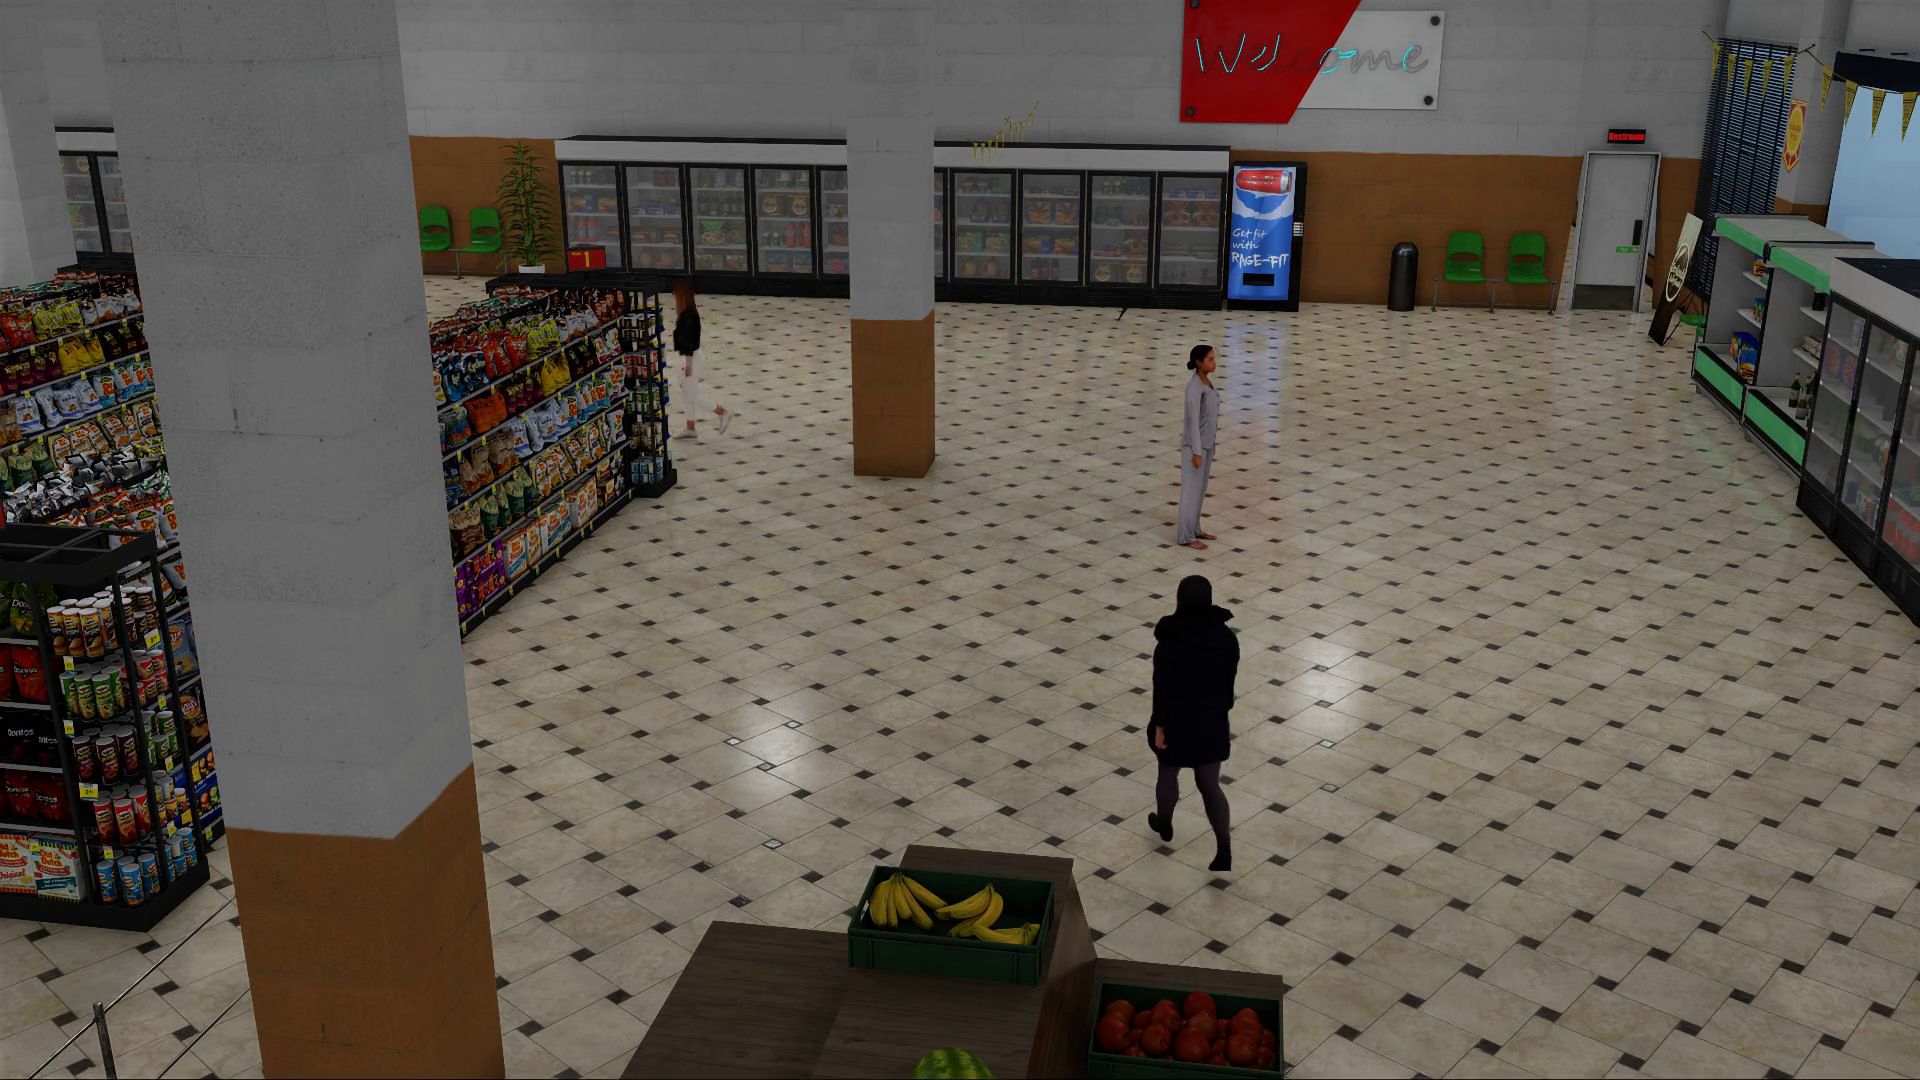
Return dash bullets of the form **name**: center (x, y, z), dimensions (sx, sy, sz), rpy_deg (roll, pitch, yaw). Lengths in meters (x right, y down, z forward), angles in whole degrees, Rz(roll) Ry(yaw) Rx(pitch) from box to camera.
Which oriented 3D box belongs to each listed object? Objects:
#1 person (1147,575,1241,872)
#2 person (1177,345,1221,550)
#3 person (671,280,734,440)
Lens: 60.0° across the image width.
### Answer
- **person**: center (1.283, 1.012, 8.920), dimensions (0.988, 1.645, 1.183), rpy_deg (-6, 19, -17)
- **person**: center (2.029, -0.817, 14.200), dimensions (0.736, 1.737, 0.556), rpy_deg (8, 20, 22)
- **person**: center (-2.739, -1.867, 17.398), dimensions (0.867, 1.683, 0.919), rpy_deg (-5, 19, -14)
